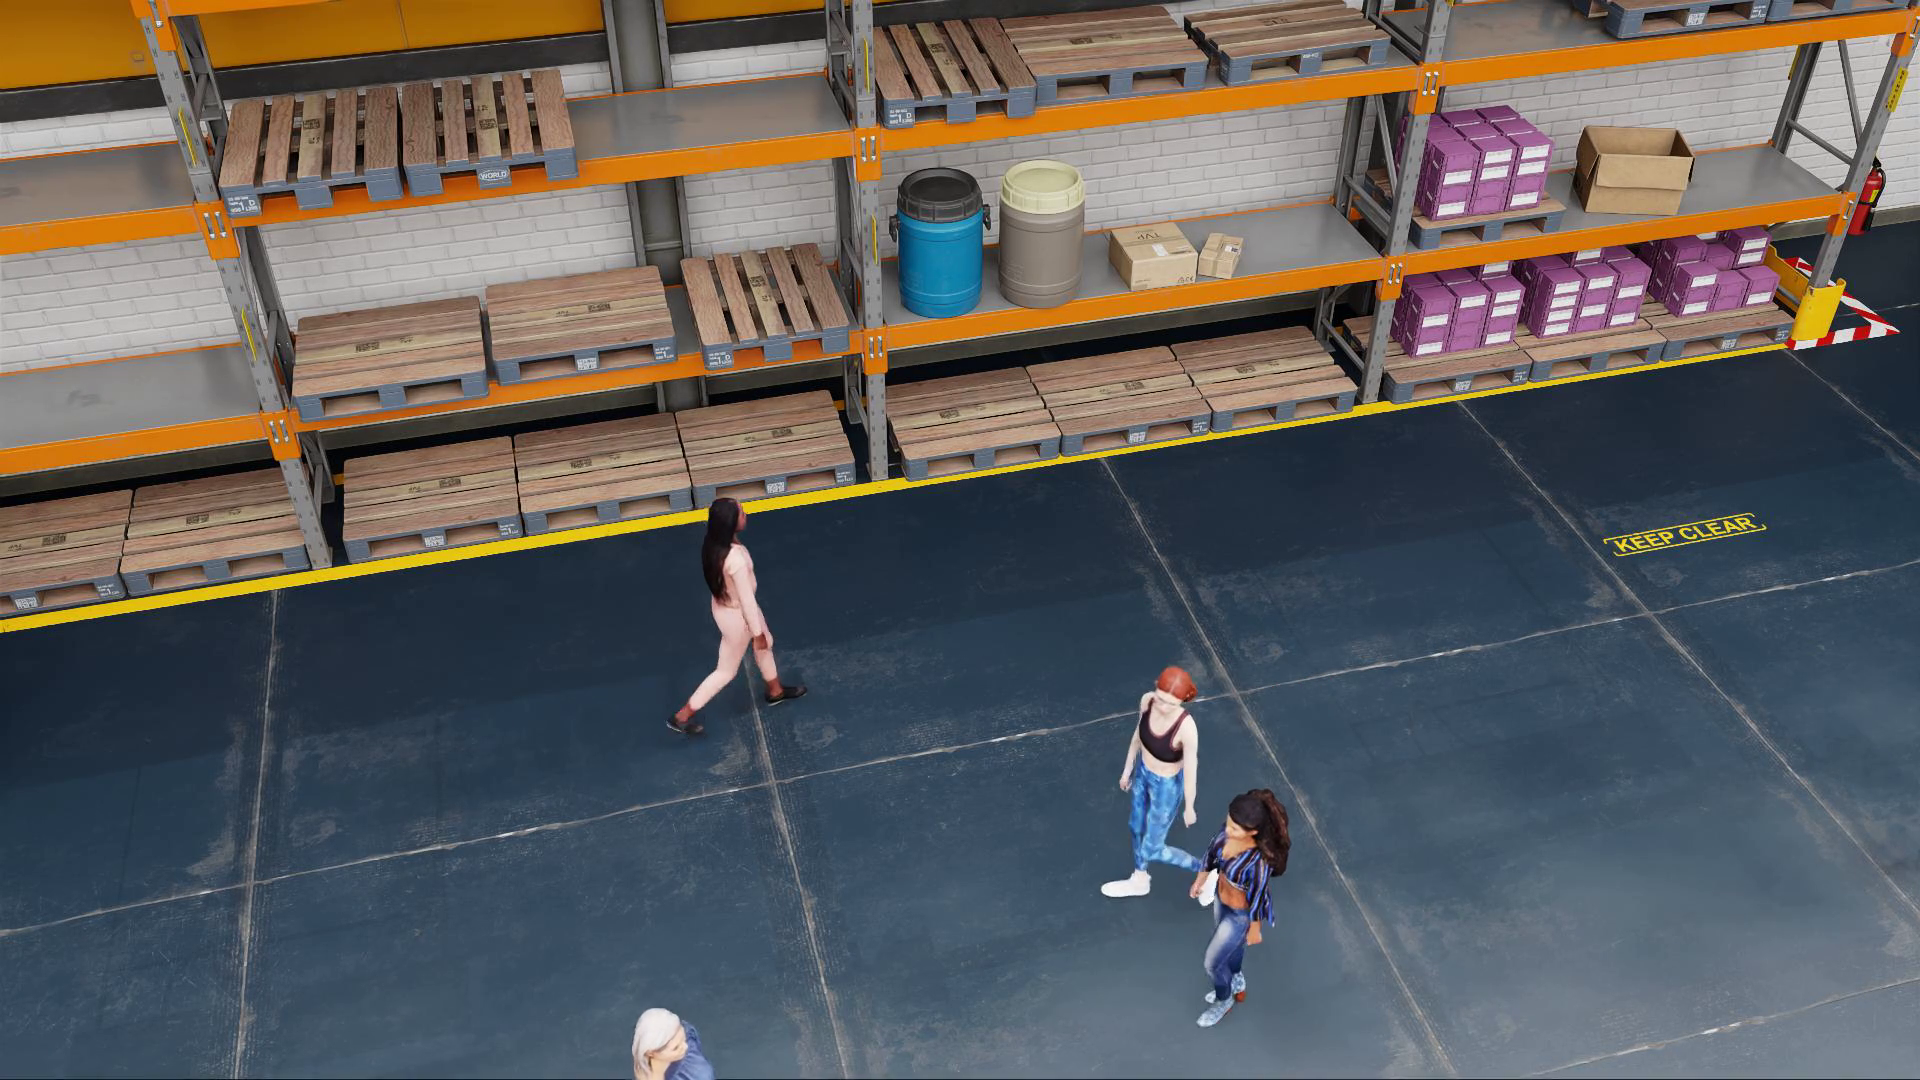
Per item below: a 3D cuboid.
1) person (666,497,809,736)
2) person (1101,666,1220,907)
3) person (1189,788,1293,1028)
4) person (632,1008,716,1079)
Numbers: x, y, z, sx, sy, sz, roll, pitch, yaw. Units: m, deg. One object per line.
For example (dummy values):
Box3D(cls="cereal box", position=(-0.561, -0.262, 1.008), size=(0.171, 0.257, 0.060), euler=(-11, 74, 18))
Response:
Box3D(cls="person", position=(-1.420, 0.503, 9.898), size=(1.198, 1.683, 0.765), euler=(-15, 41, -18))
Box3D(cls="person", position=(1.138, 1.325, 8.804), size=(0.855, 1.775, 0.634), euler=(-14, 41, -17))
Box3D(cls="person", position=(1.443, 1.808, 8.320), size=(0.590, 1.613, 0.625), euler=(-8, 39, -10))
Box3D(cls="person", position=(-1.288, 2.589, 7.298), size=(1.106, 1.679, 0.942), euler=(9, 39, 11))
